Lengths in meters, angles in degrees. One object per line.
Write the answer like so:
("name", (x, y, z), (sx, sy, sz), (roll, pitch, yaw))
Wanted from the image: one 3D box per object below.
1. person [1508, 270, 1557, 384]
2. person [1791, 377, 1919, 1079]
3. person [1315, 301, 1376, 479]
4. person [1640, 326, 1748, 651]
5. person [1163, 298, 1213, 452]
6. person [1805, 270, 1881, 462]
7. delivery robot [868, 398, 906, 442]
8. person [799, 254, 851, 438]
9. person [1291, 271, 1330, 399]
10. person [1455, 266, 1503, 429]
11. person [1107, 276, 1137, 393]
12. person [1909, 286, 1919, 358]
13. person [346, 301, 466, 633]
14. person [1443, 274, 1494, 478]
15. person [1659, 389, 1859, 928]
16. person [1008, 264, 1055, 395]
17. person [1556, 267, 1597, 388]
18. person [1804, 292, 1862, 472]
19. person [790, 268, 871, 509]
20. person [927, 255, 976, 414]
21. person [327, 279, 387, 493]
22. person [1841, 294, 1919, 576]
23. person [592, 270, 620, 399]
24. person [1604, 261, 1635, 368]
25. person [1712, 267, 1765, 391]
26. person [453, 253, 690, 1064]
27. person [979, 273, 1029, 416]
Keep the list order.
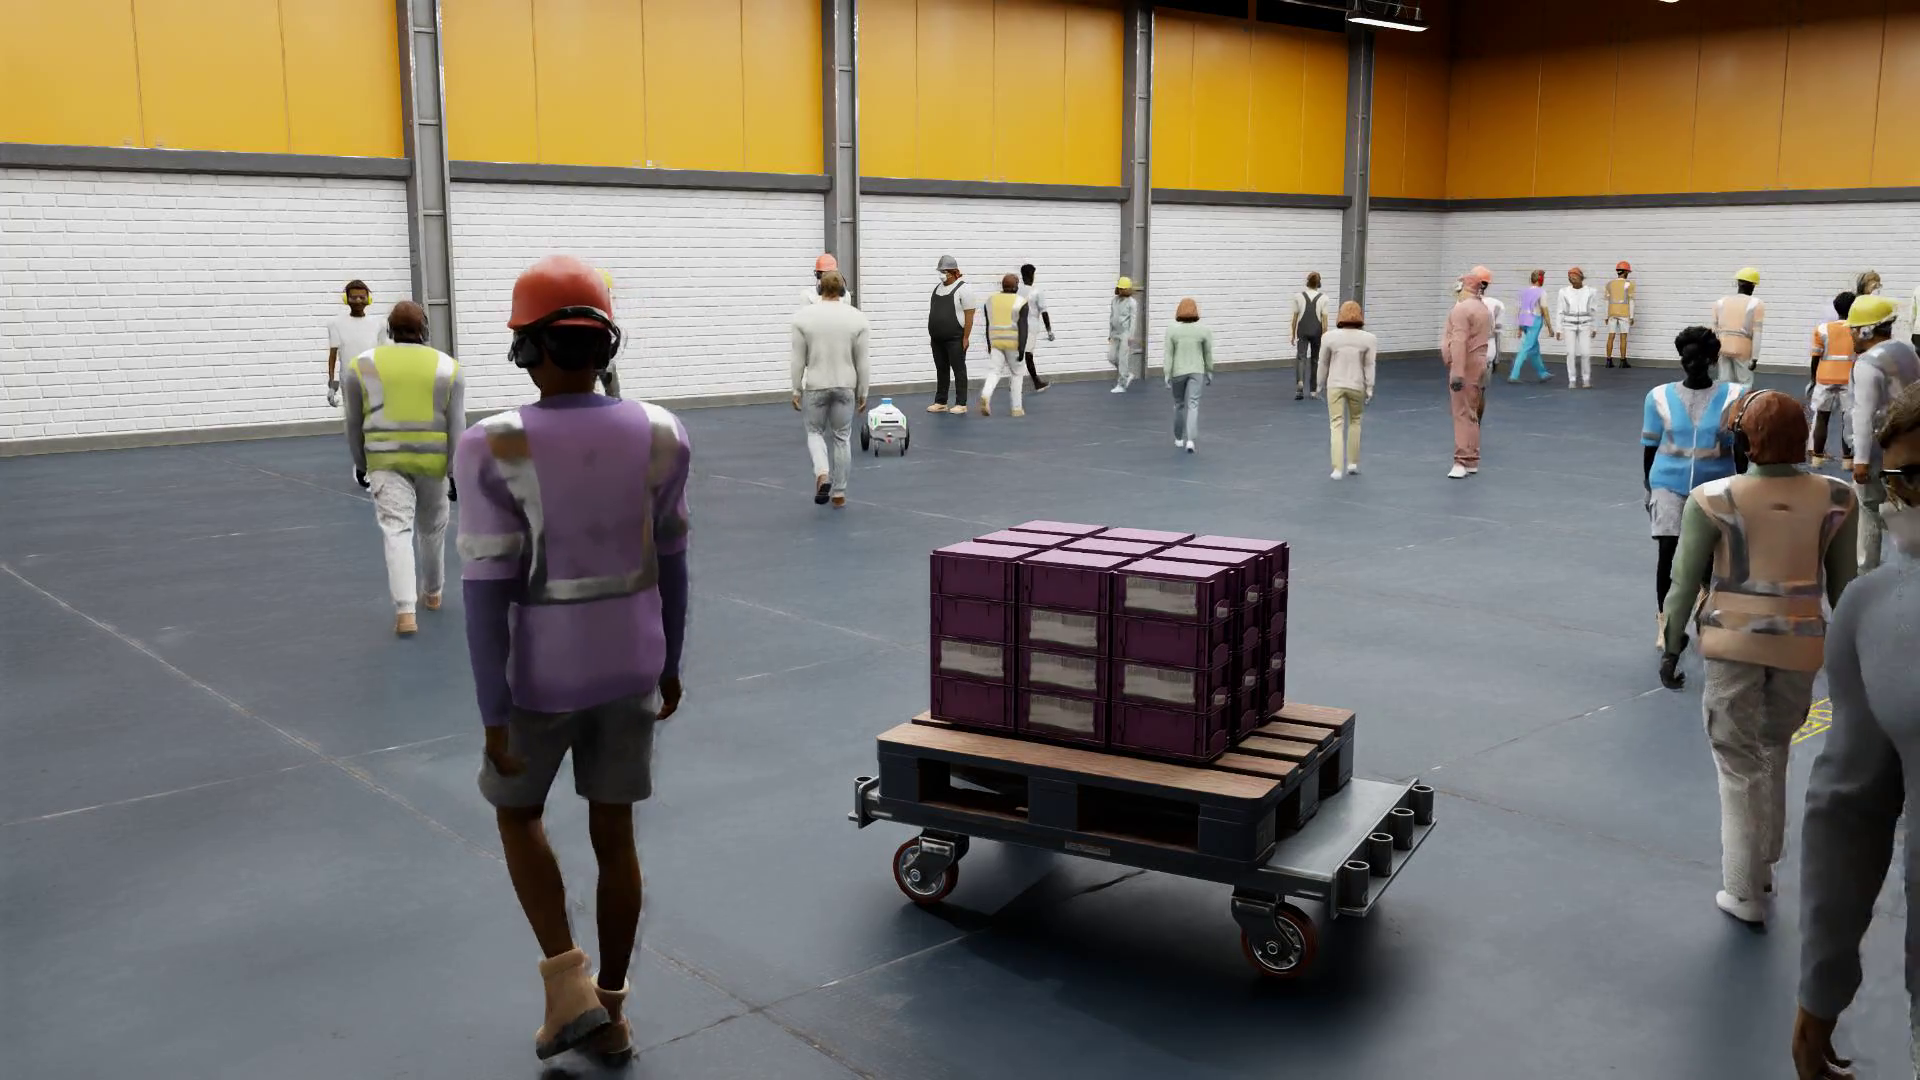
("person", (9.105, -3.365, 26.349), (0.986, 1.798, 0.563), (-2, 10, -14))
("person", (1.433, 0.696, 2.326), (0.900, 1.883, 0.685), (-3, 10, -19))
("person", (3.531, -1.376, 15.262), (0.512, 1.608, 0.702), (1, 10, 8))
("person", (3.808, -0.282, 8.647), (0.539, 1.674, 0.604), (5, 11, 25))
("person", (2.376, -1.724, 17.359), (0.505, 1.589, 0.866), (1, 10, 8))
("person", (8.718, -1.654, 16.093), (0.652, 1.876, 1.028), (-5, 11, -25))
("delivery robot", (-0.754, -1.215, 17.105), (0.477, 0.478, 0.707), (-1, 9, -8))
("person", (-1.459, -2.110, 18.288), (0.608, 2.044, 0.371), (-6, 11, -29))
("person", (4.970, -2.907, 23.642), (0.523, 1.817, 0.869), (2, 10, 13))
("person", (5.566, -1.987, 17.925), (0.551, 1.918, 0.477), (0, 10, -2))
("person", (2.422, -3.044, 24.670), (0.457, 1.721, 0.518), (-8, 13, -41))
("person", (13.234, -2.829, 22.643), (0.392, 1.991, 0.613), (-4, 10, -21))
("person", (-3.028, -0.414, 9.147), (0.620, 1.789, 1.011), (-4, 10, -20))
("person", (4.634, -1.518, 15.379), (0.395, 1.865, 0.821), (7, 12, 36))
("person", (2.435, 0.344, 5.132), (0.553, 1.612, 0.596), (1, 10, 4))
("person", (1.007, -3.071, 24.324), (0.618, 1.908, 1.047), (9, 13, 43))
("person", (9.408, -3.236, 25.414), (0.596, 1.855, 0.498), (3, 10, 16))
("person", (8.297, -1.490, 15.704), (0.559, 1.688, 0.403), (5, 11, 28))
("person", (-1.025, -1.195, 13.257), (0.649, 1.927, 0.484), (-1, 10, -8))
("person", (-0.164, -2.646, 21.433), (0.688, 2.000, 0.536), (9, 13, 42))
("person", (-5.242, -1.359, 14.513), (0.518, 1.839, 0.873), (-3, 10, -15))
("person", (5.455, -0.541, 9.802), (0.601, 1.804, 0.588), (-8, 12, -38))
("person", (-3.831, -1.874, 17.374), (0.583, 1.889, 0.904), (5, 11, 26))
("person", (11.941, -4.070, 30.097), (0.542, 1.929, 0.374), (9, 13, 43))
("person", (8.774, -2.130, 18.827), (0.471, 1.906, 0.610), (-8, 13, -40))
("person", (-0.949, 0.316, 4.131), (0.617, 2.027, 0.422), (-6, 11, -32))
("person", (0.549, -2.427, 20.816), (0.623, 1.817, 0.802), (4, 11, 24))
